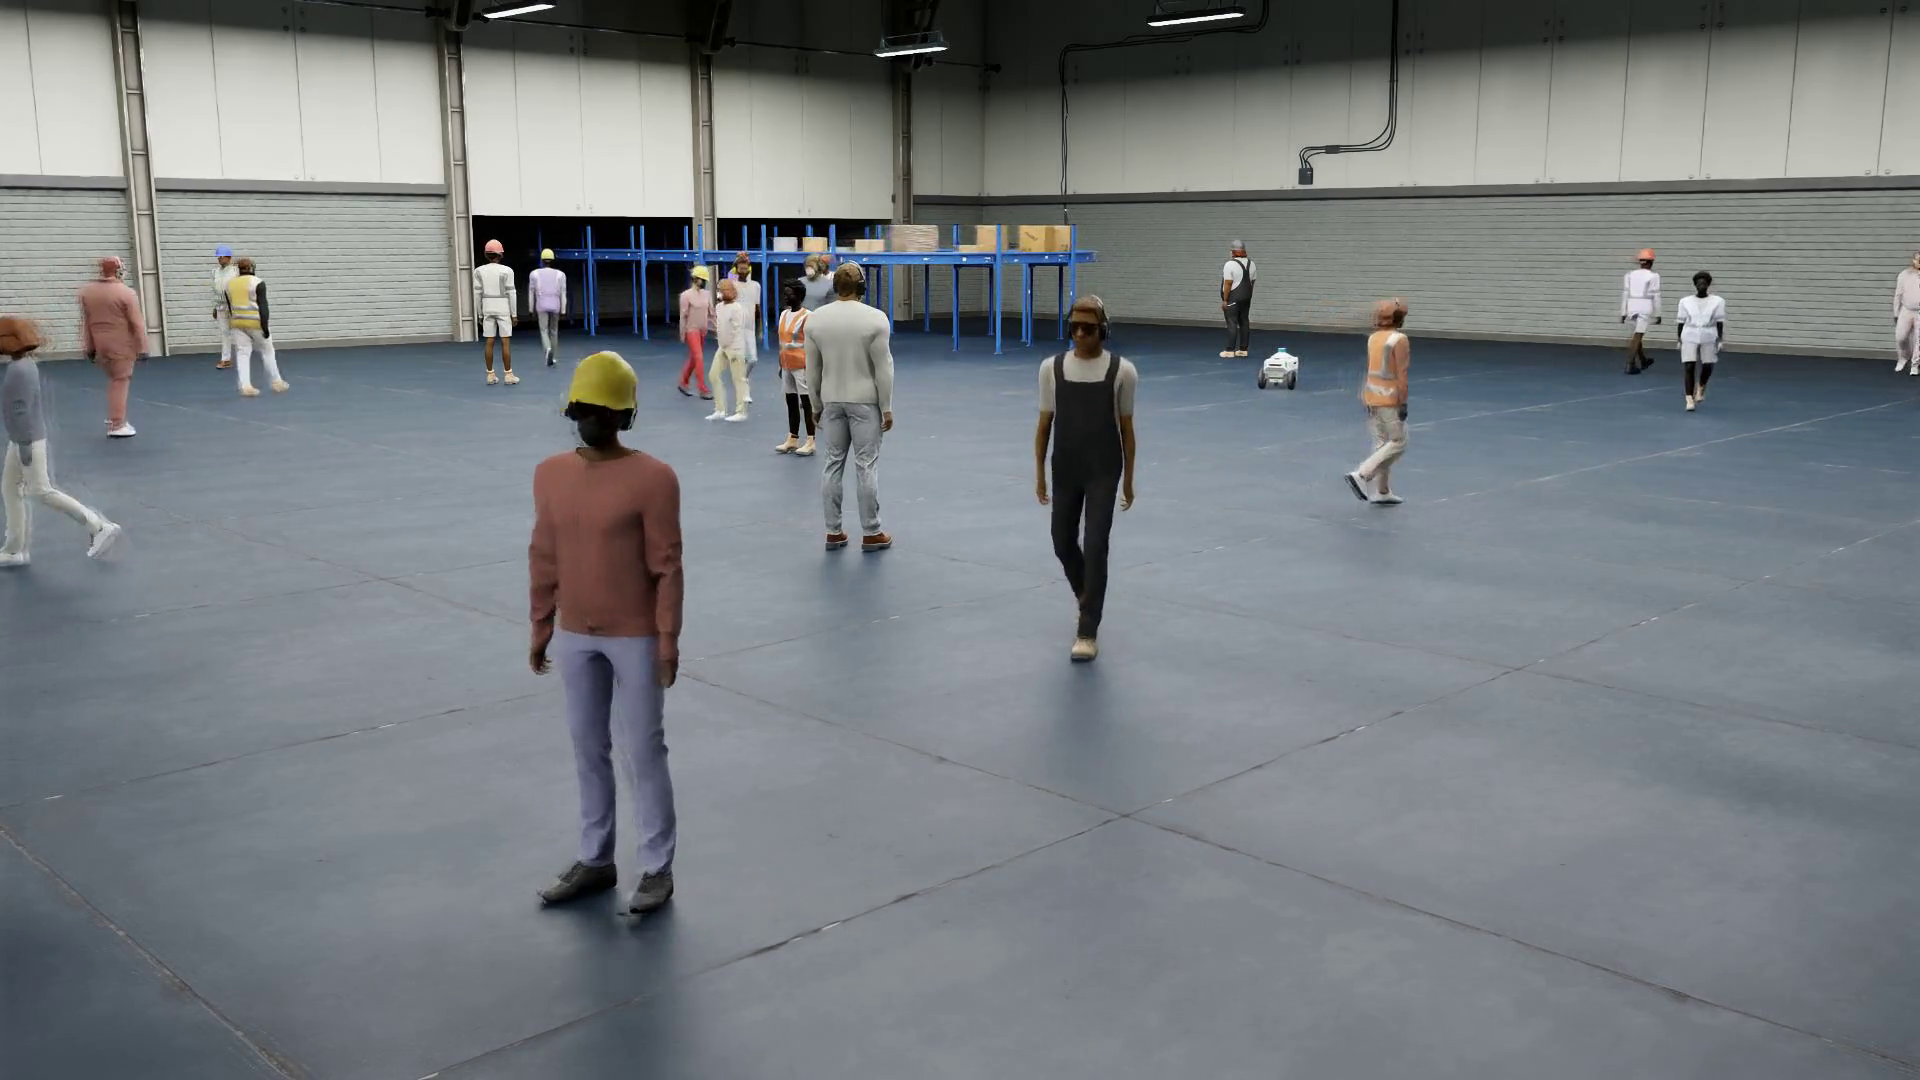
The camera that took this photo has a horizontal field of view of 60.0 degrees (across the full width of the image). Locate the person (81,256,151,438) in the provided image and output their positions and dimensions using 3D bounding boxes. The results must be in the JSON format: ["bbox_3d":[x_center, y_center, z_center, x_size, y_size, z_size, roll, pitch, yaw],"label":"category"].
[{"bbox_3d":[-8.844,-2.042,17.567,0.678,1.882,0.656,3,11,15],"label":"person"}]

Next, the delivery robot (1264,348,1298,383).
[{"bbox_3d":[4.490,-2.442,23.247,0.477,0.478,0.707,5,11,24],"label":"delivery robot"}]

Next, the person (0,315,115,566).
[{"bbox_3d":[-5.937,-0.640,10.704,0.735,1.610,0.504,-6,12,-29],"label":"person"}]

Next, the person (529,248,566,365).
[{"bbox_3d":[-6.721,-3.804,27.162,0.599,1.899,0.810,-4,11,-18],"label":"person"}]

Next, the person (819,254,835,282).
[{"bbox_3d":[-1.939,-3.599,26.249,0.947,1.837,0.610,-7,13,-34],"label":"person"}]

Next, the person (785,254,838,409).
[{"bbox_3d":[-1.782,-2.479,19.984,0.653,1.881,1.037,4,11,23],"label":"person"}]

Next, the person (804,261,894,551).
[{"bbox_3d":[-0.737,-0.902,11.225,0.627,1.940,0.372,3,11,18],"label":"person"}]

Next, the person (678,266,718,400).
[{"bbox_3d":[-3.479,-2.729,21.788,0.847,1.715,0.523,7,12,33],"label":"person"}]

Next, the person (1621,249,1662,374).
[{"bbox_3d":[10.572,-3.526,25.661,0.944,1.888,0.565,-7,13,-35],"label":"person"}]

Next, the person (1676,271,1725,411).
[{"bbox_3d":[8.983,-2.428,20.225,0.548,1.681,0.521,4,11,22],"label":"person"}]

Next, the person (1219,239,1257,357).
[{"bbox_3d":[4.803,-4.204,29.070,0.682,2.000,0.537,-7,13,-35],"label":"person"}]

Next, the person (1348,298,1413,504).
[{"bbox_3d":[3.289,-1.069,12.967,0.449,1.621,0.526,-3,11,-14],"label":"person"}]

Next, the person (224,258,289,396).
[{"bbox_3d":[-9.387,-2.842,22.176,0.638,1.801,0.878,2,11,13],"label":"person"}]

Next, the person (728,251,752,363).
[{"bbox_3d":[-3.684,-3.907,27.863,0.387,1.845,0.565,-10,14,-42],"label":"person"}]

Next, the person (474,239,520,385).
[{"bbox_3d":[-6.594,-3.245,23.707,0.608,2.048,0.368,2,11,9],"label":"person"}]

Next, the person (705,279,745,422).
[{"bbox_3d":[-2.691,-2.144,18.854,0.582,1.610,0.531,-9,14,-40],"label":"person"}]

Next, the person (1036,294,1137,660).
[{"bbox_3d":[0.653,-0.350,8.549,0.514,1.825,0.768,3,11,14],"label":"person"}]

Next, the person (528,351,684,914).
[{"bbox_3d":[-1.104,0.295,5.213,0.554,1.756,0.305,5,11,24],"label":"person"}]

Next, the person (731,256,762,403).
[{"bbox_3d":[-2.788,-2.698,21.260,0.516,1.855,0.602,-4,11,-22],"label":"person"}]

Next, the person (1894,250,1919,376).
[{"bbox_3d":[14.507,-3.444,25.219,0.649,1.895,0.434,8,13,36],"label":"person"}]

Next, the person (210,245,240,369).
[{"bbox_3d":[-11.612,-3.692,26.413,0.607,1.948,0.390,2,11,11],"label":"person"}]

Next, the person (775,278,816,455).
[{"bbox_3d":[-1.585,-1.678,16.118,0.316,1.696,0.540,-10,14,-43],"label":"person"}]
